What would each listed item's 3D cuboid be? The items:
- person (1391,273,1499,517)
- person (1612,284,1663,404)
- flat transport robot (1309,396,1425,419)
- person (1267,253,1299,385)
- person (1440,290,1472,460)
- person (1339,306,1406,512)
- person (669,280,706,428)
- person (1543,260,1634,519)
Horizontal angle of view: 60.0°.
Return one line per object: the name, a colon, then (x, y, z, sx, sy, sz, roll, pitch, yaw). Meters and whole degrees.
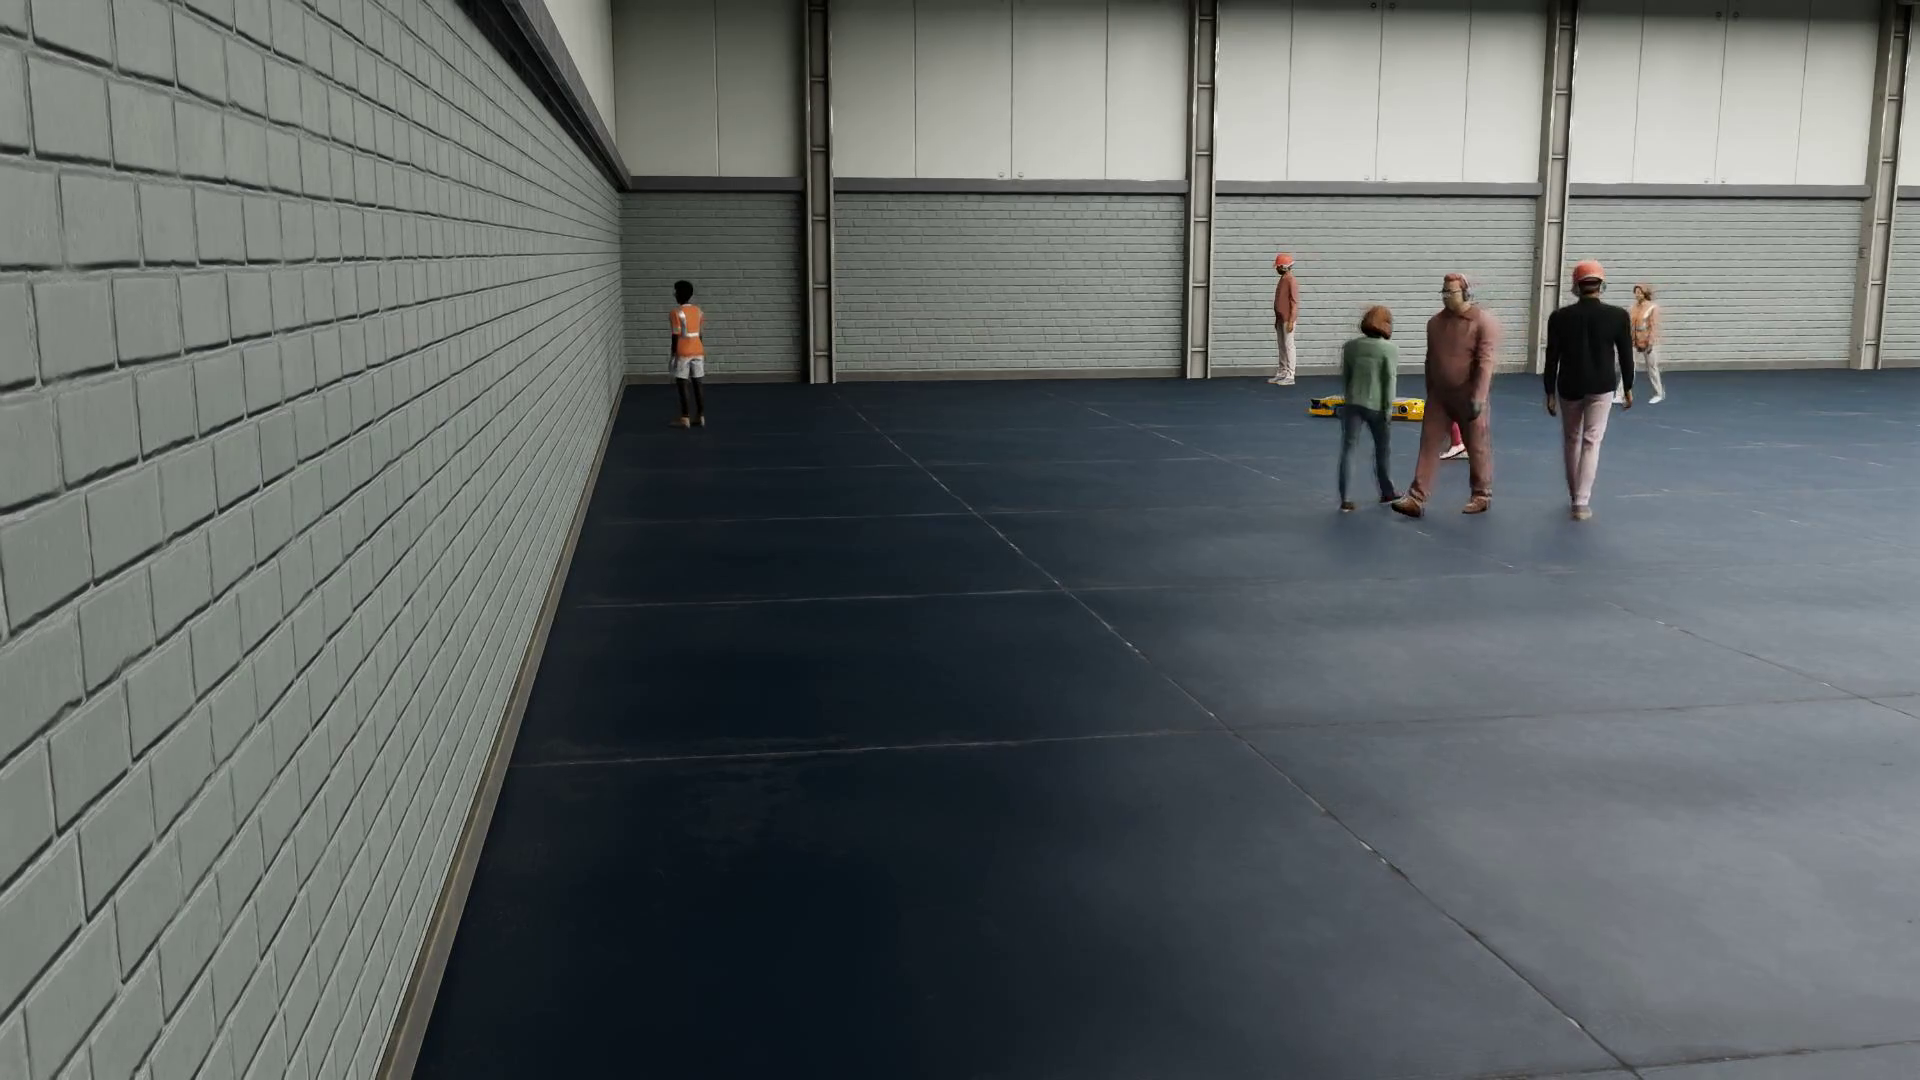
person: (3.751, -1.092, 12.657, 0.985, 1.853, 0.656, -8, 13, -39)
person: (9.028, -2.587, 22.017, 0.866, 1.594, 0.548, -5, 11, -28)
flat transport robot: (5.053, -1.628, 20.305, 1.431, 0.197, 0.652, 5, 11, 29)
person: (4.933, -3.353, 25.296, 0.392, 1.988, 0.609, -2, 10, -10)
person: (4.766, -1.634, 16.069, 0.446, 1.749, 0.555, 1, 10, 3)
person: (3.246, -1.030, 13.058, 0.518, 1.588, 0.820, 8, 13, 39)
person: (-3.145, -2.136, 19.136, 0.318, 1.696, 0.540, 7, 12, 33)
person: (4.856, -1.167, 12.831, 0.626, 1.933, 1.043, 6, 11, 29)
